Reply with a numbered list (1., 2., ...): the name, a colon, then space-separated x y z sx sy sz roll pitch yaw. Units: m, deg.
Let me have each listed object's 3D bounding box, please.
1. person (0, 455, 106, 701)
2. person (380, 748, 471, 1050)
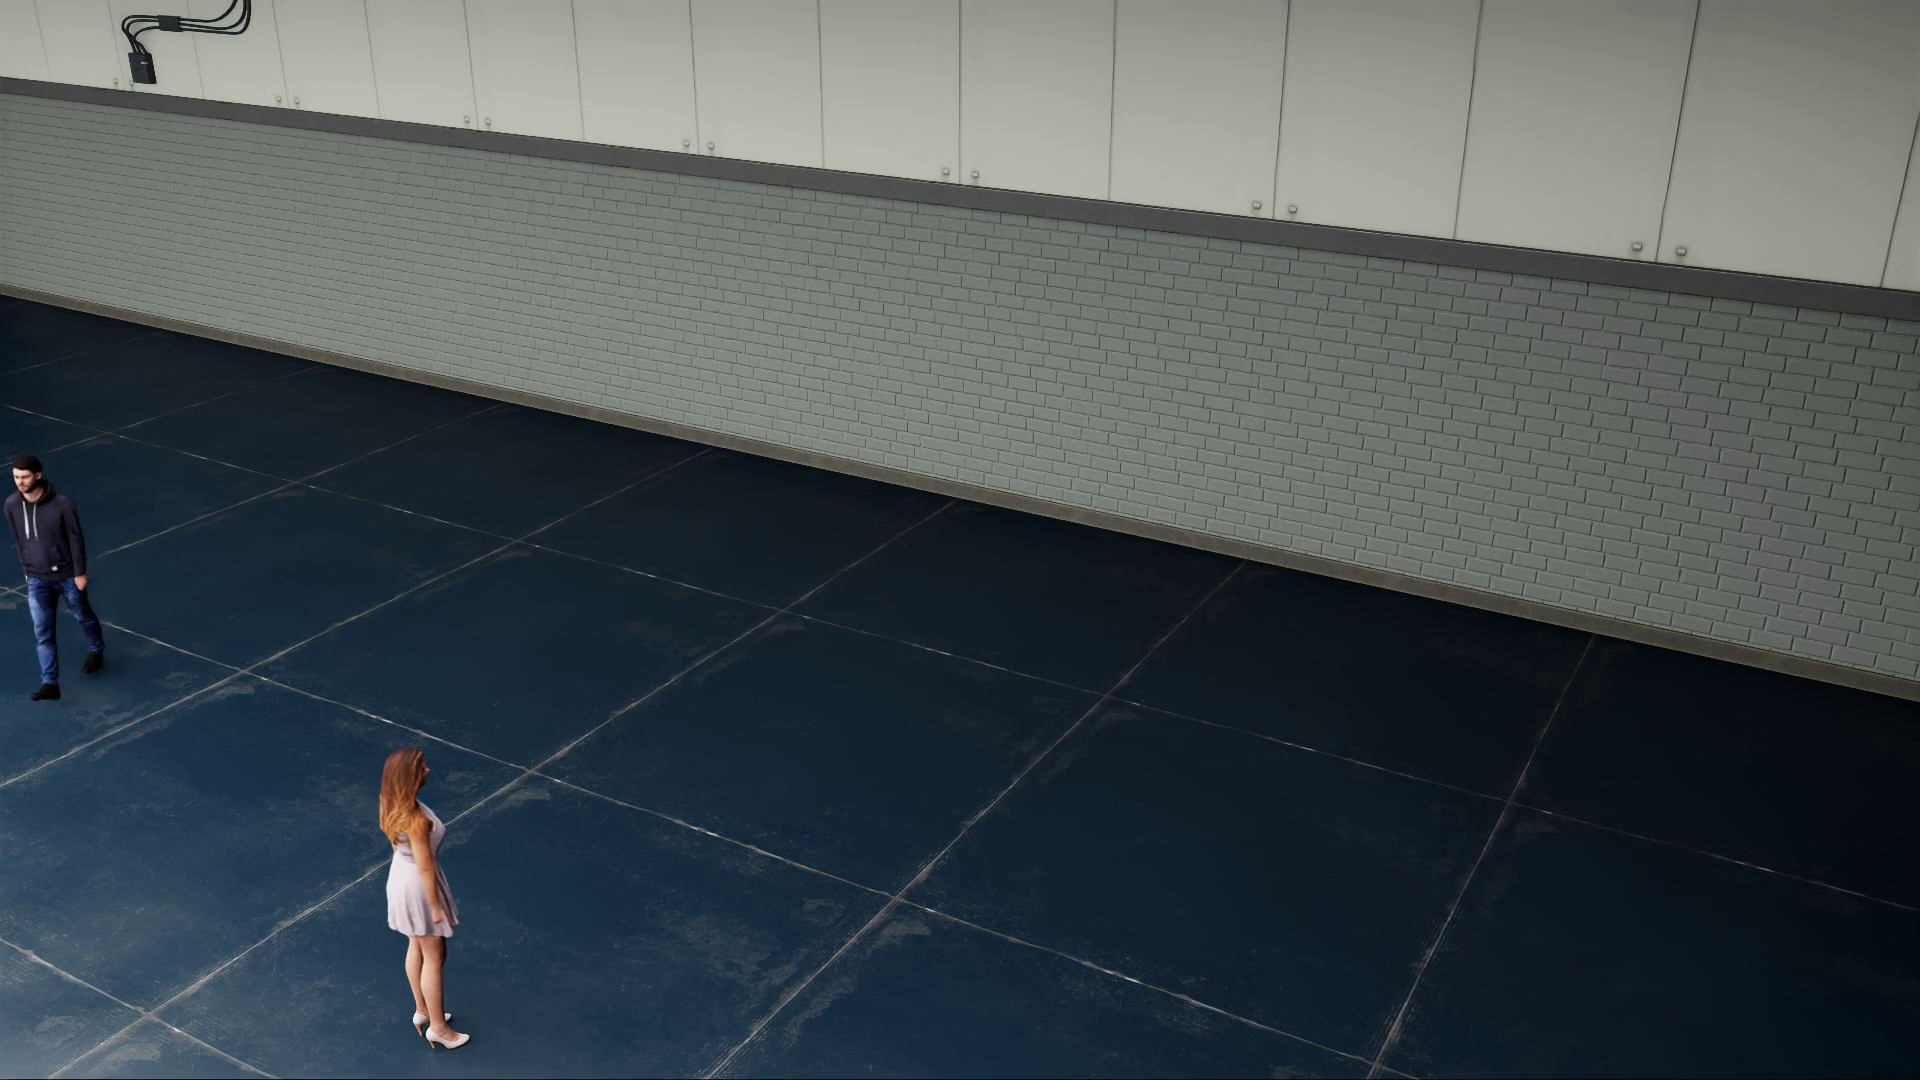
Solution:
1. person: -6.727 0.228 12.475 1.087 1.836 1.262 -1 23 -3
2. person: -2.822 1.871 8.698 0.692 1.768 0.658 -16 28 -33
